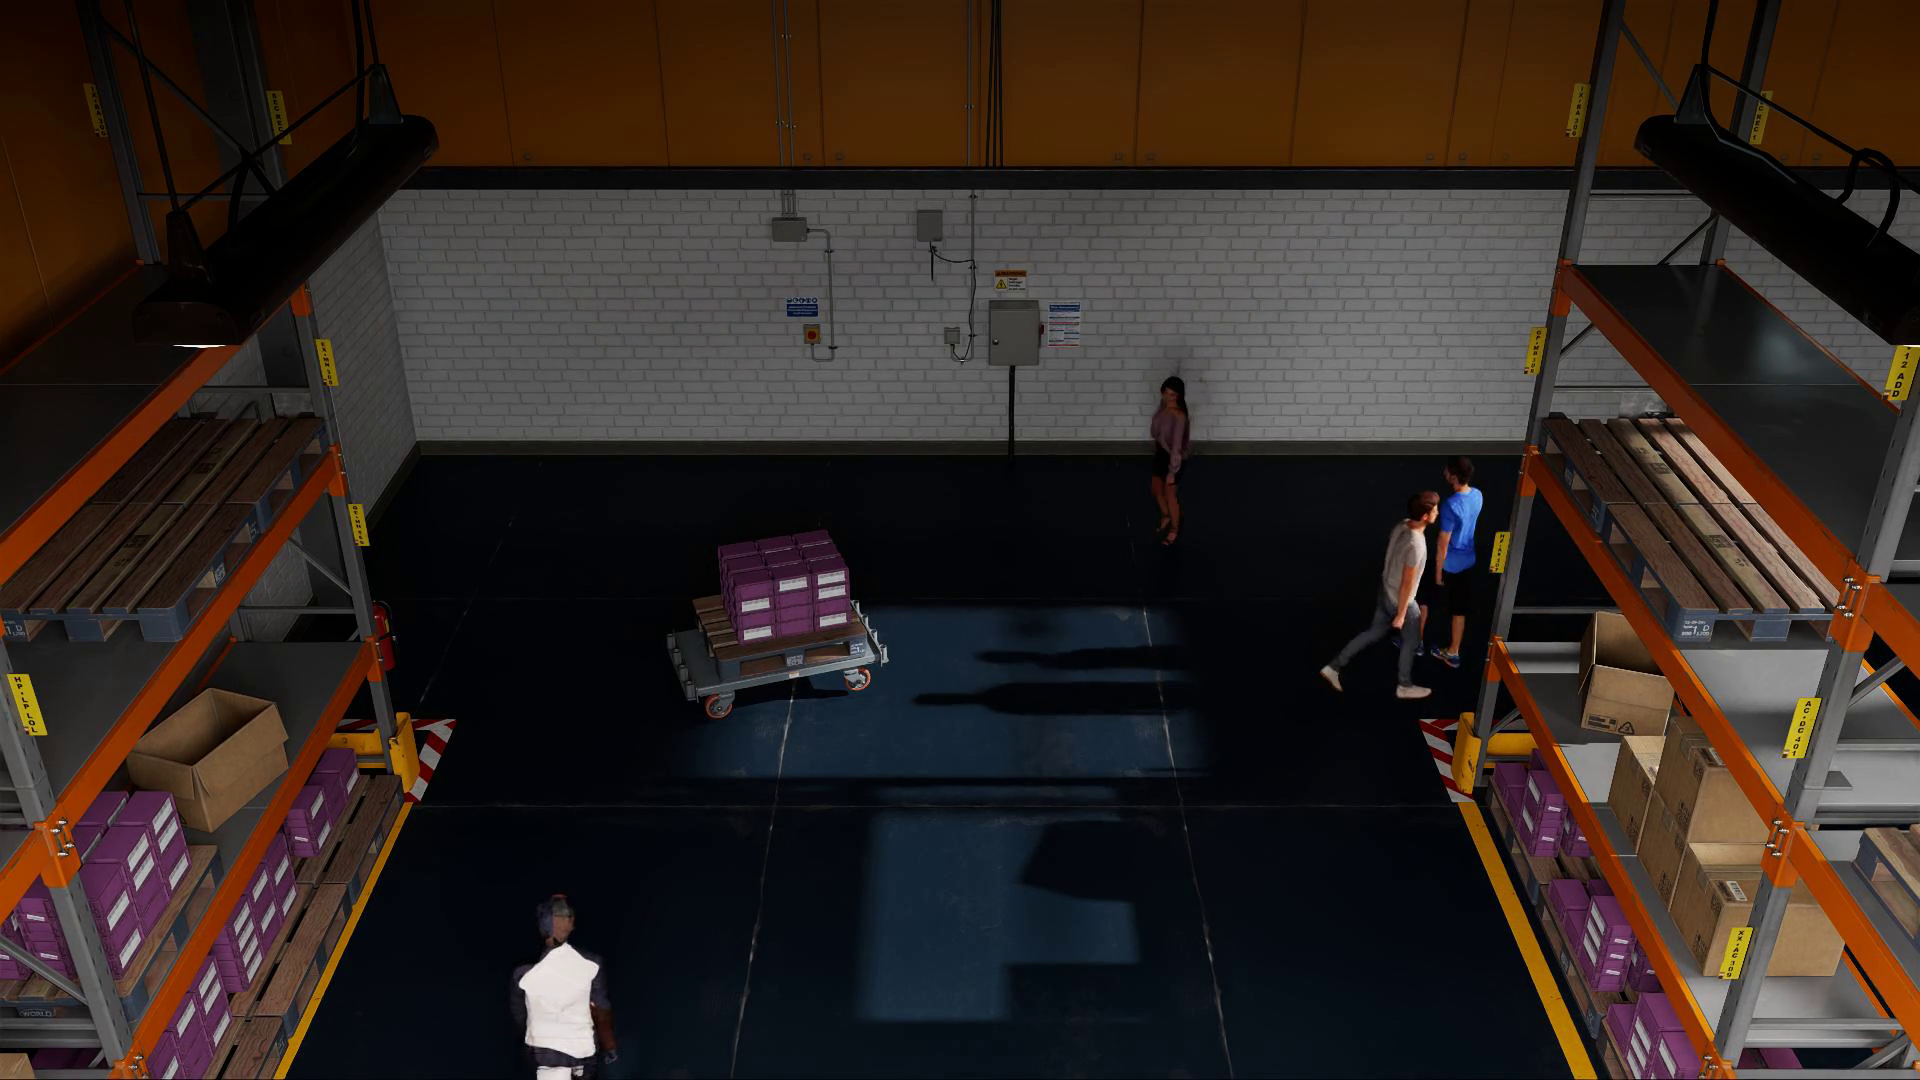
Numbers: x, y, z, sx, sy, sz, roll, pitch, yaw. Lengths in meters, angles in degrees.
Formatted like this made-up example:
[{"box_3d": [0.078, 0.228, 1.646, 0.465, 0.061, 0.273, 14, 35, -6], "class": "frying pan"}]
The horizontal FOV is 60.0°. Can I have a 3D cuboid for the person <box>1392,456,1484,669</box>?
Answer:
[{"box_3d": [4.076, 0.223, 13.504, 0.828, 1.849, 0.923, -17, 33, -28], "class": "person"}]

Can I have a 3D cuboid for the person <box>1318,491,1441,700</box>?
[{"box_3d": [3.351, 0.457, 13.061, 0.797, 1.863, 1.122, -2, 29, -4], "class": "person"}]

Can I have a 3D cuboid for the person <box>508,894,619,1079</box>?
[{"box_3d": [-2.100, 2.759, 8.853, 0.978, 1.852, 1.290, -11, 30, -19], "class": "person"}]

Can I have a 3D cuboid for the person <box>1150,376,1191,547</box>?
[{"box_3d": [1.959, -0.719, 15.310, 0.874, 1.772, 0.728, -5, 29, -9], "class": "person"}]
